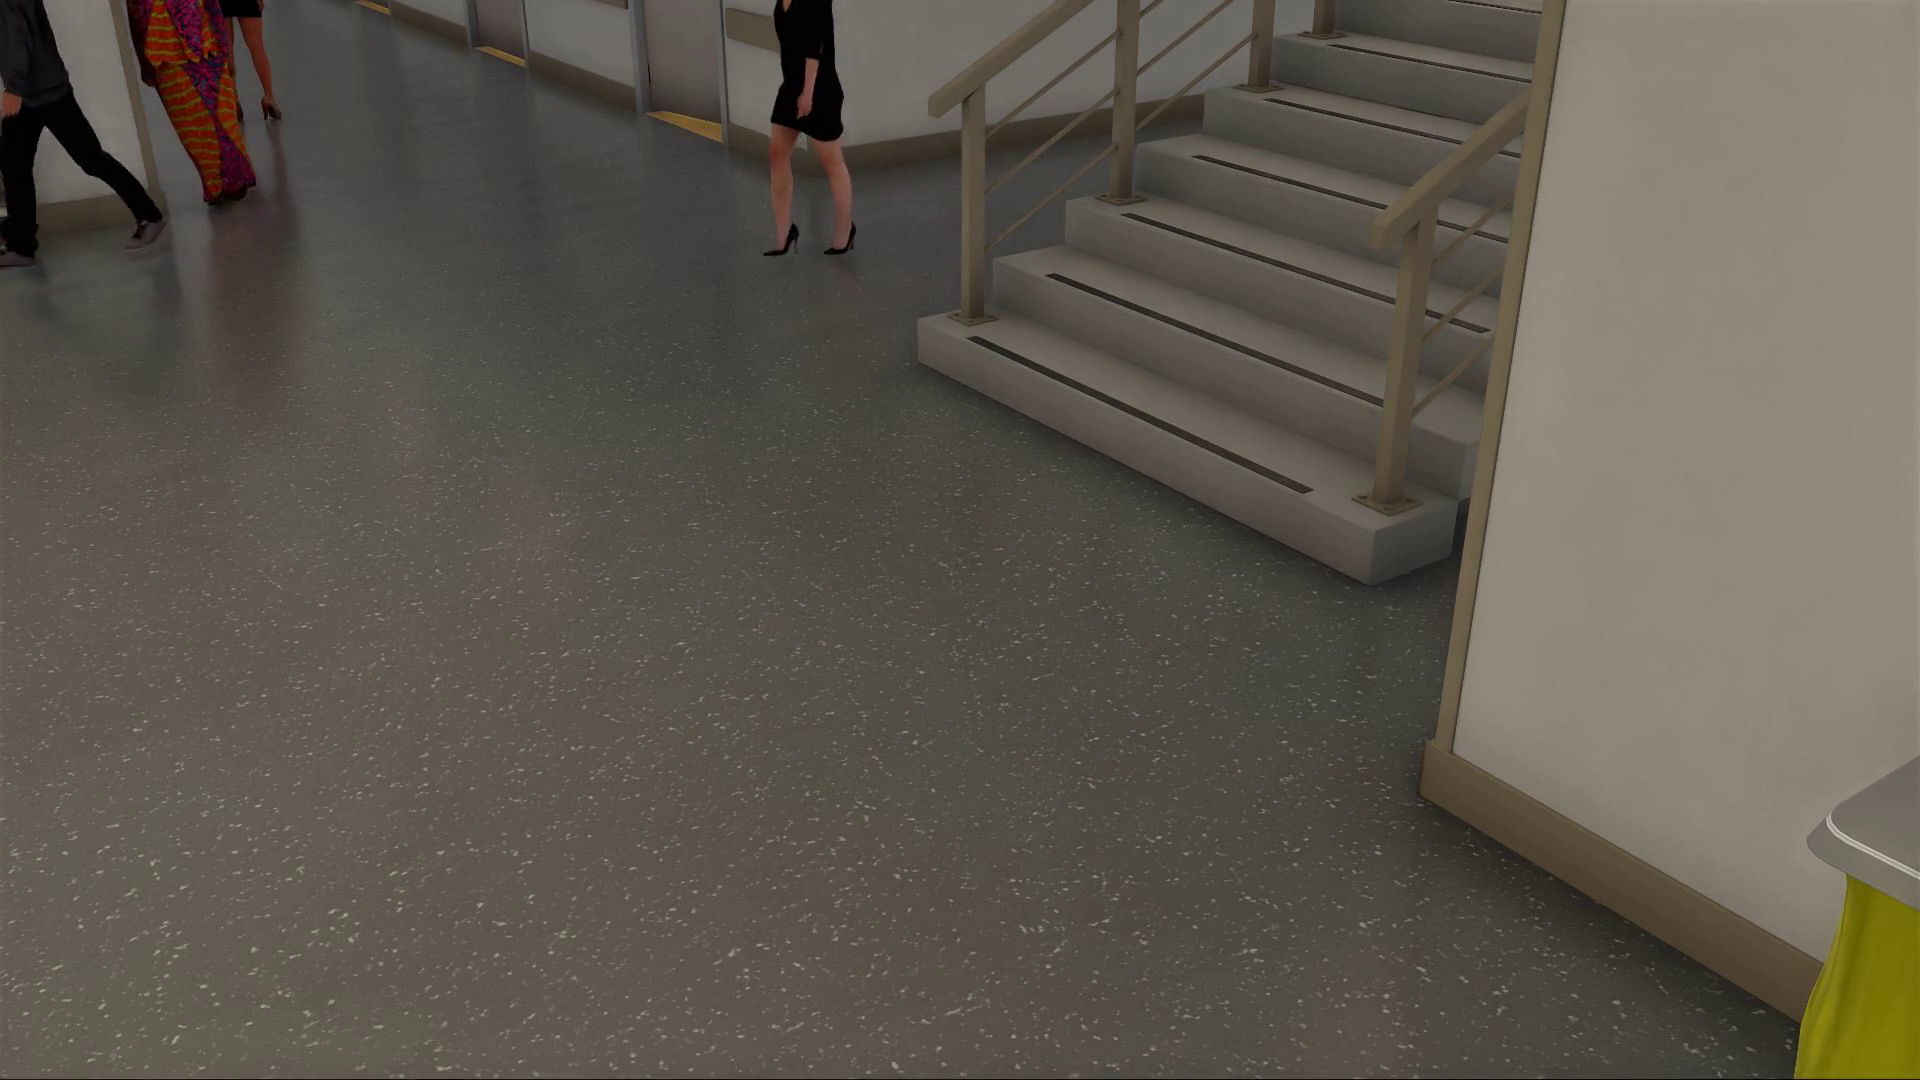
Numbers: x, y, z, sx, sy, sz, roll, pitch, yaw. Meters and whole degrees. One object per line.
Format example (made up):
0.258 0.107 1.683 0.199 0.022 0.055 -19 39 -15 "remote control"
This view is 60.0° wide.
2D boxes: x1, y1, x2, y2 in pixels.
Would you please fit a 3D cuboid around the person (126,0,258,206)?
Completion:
-4.359 -2.739 9.420 0.801 1.654 0.875 -5 26 -10 "person"

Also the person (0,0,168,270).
-4.468 -2.215 8.262 0.850 1.715 1.248 19 32 34 "person"

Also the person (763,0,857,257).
-0.676 -2.244 8.368 0.729 1.676 0.614 -20 32 -35 "person"

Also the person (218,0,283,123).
-5.034 -3.738 11.506 0.646 1.642 0.720 -5 26 -11 "person"
